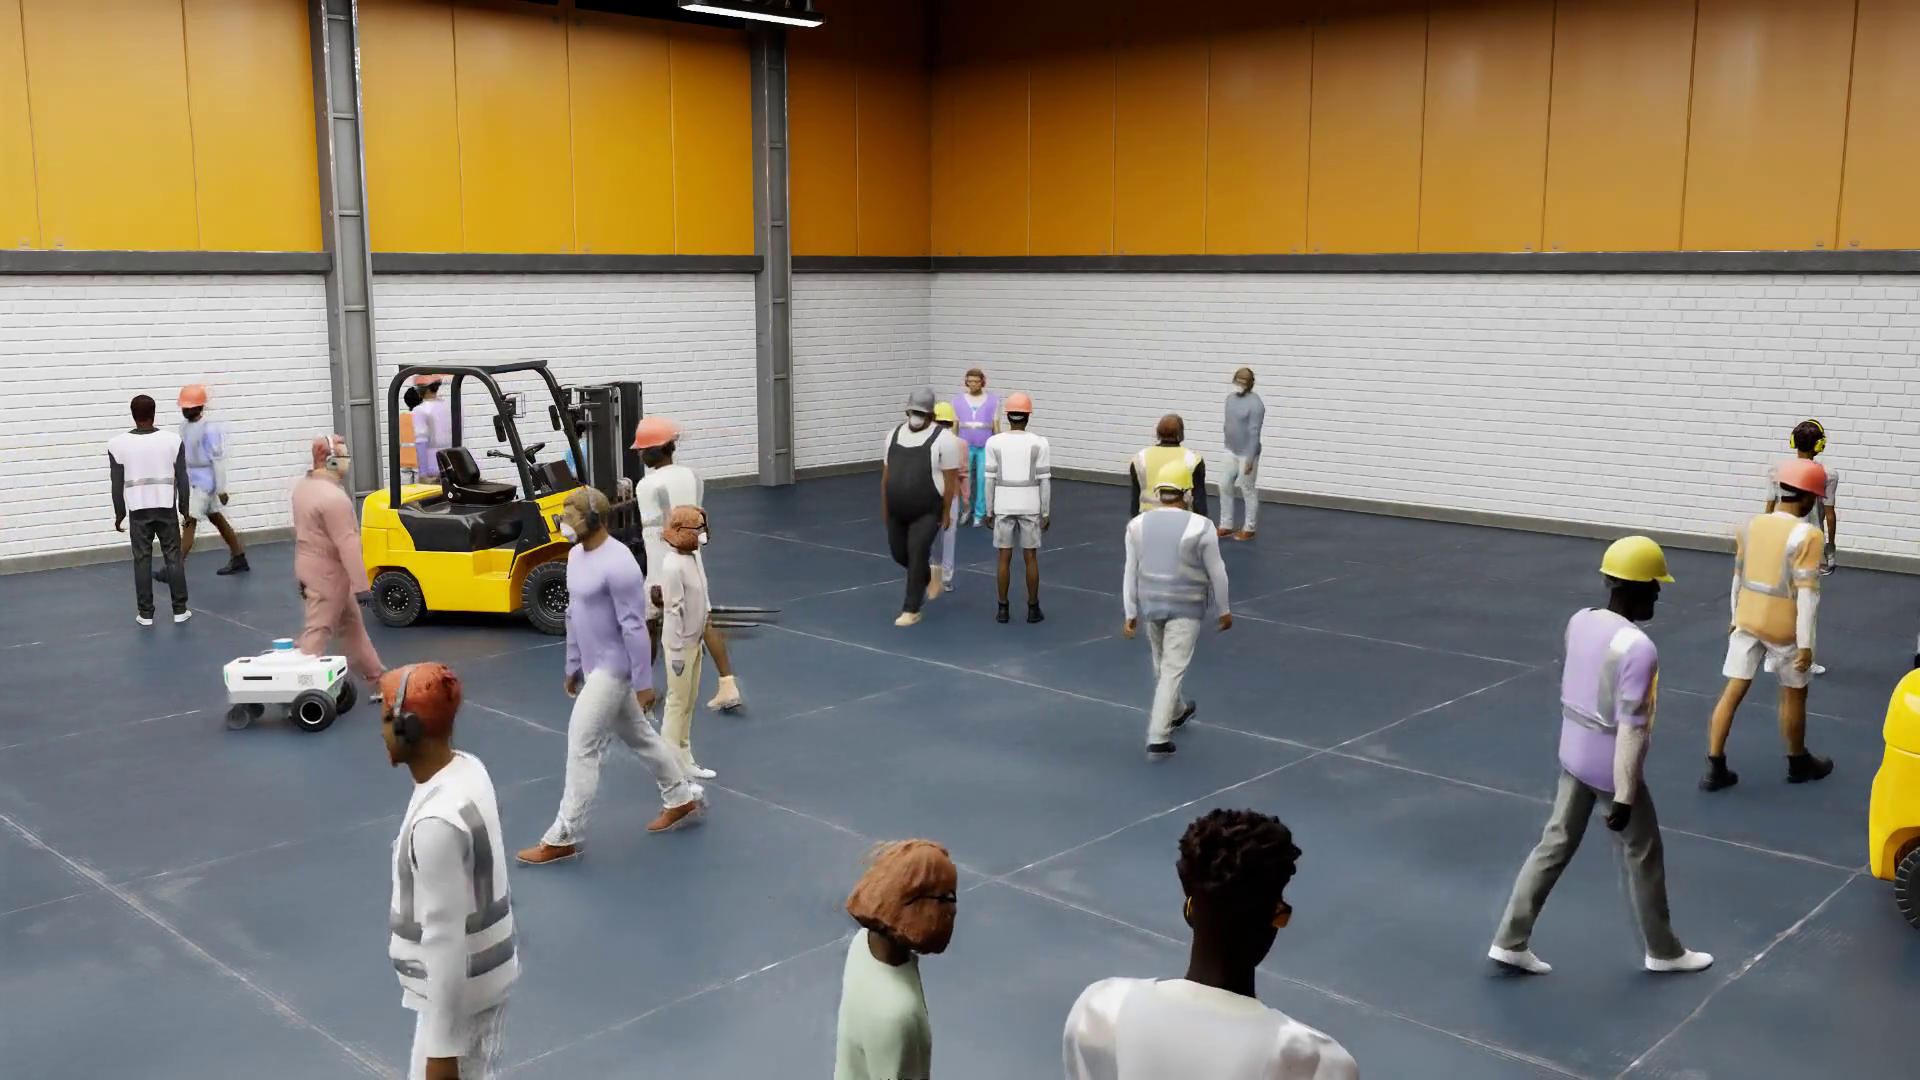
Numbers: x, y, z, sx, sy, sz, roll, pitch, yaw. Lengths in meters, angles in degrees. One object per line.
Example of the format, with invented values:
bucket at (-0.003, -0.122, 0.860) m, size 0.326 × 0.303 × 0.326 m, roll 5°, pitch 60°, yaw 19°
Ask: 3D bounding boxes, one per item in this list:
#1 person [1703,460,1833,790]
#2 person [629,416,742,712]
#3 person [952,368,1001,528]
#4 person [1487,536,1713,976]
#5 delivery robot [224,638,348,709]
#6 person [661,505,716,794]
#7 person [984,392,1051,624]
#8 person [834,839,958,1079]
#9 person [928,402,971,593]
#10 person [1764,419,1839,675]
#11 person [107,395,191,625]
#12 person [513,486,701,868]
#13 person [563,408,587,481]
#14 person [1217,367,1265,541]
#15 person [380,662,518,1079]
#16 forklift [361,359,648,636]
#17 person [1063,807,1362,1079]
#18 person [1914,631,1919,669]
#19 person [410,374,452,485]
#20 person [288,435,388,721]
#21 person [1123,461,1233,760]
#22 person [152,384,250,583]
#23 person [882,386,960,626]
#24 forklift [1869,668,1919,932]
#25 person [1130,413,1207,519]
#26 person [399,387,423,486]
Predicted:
person at (4.645, 0.484, 9.427) m, size 0.948 × 1.873 × 0.659 m, roll -4°, pitch 10°, yaw -24°
person at (-1.888, 0.164, 11.085) m, size 1.069 × 1.989 × 0.643 m, roll 6°, pitch 11°, yaw 35°
person at (0.184, -1.043, 18.965) m, size 0.562 × 1.830 × 0.450 m, roll 1°, pitch 9°, yaw 8°
person at (2.655, 0.907, 6.870) m, size 0.983 × 1.881 × 0.604 m, roll -2°, pitch 9°, yaw -12°
delivery robot at (-4.361, 0.882, 10.763) m, size 0.707 × 0.478 × 0.477 m, roll 0°, pitch 9°, yaw -3°
person at (-1.550, 0.606, 9.443) m, size 0.268 × 1.632 × 0.507 m, roll 1°, pitch 9°, yaw 6°
person at (0.483, -0.268, 13.880) m, size 0.551 × 1.932 × 0.378 m, roll 1°, pitch 9°, yaw 7°
person at (-0.117, 1.497, 4.011) m, size 0.596 × 1.609 × 0.535 m, roll -1°, pitch 9°, yaw -6°
person at (-0.169, -0.386, 15.145) m, size 0.547 × 1.751 × 0.365 m, roll -1°, pitch 9°, yaw -3°
person at (6.097, 0.058, 12.083) m, size 0.514 × 1.872 × 0.328 m, roll 9°, pitch 13°, yaw 43°
person at (-6.712, -0.247, 13.817) m, size 0.587 × 1.914 × 0.392 m, roll -4°, pitch 10°, yaw -26°
person at (-1.769, 0.651, 8.435) m, size 1.045 × 1.884 × 0.626 m, roll -6°, pitch 11°, yaw -32°
person at (-3.464, -0.368, 15.228) m, size 0.393 × 1.685 × 0.551 m, roll 0°, pitch 9°, yaw 1°
person at (3.025, -0.909, 17.908) m, size 0.625 × 1.900 × 0.665 m, roll -6°, pitch 11°, yaw -32°
person at (-1.385, 1.261, 4.688) m, size 0.445 × 1.879 × 0.676 m, roll -2°, pitch 9°, yaw -12°
forklift at (-3.850, -0.407, 13.936) m, size 2.313 × 2.155 × 1.214 m, roll 2°, pitch 9°, yaw 11°
person at (0.469, 1.468, 3.178) m, size 0.630 × 1.954 × 0.374 m, roll 6°, pitch 11°, yaw 31°
person at (5.396, 0.638, 8.698) m, size 0.661 × 1.816 × 0.692 m, roll -2°, pitch 9°, yaw -12°
person at (-5.308, -0.758, 16.734) m, size 1.037 × 1.987 × 0.629 m, roll 4°, pitch 10°, yaw 25°
person at (-4.042, 0.237, 10.998) m, size 0.963 × 1.857 × 0.665 m, roll -7°, pitch 11°, yaw -35°
person at (1.339, 0.407, 10.220) m, size 0.608 × 1.778 × 0.945 m, roll 6°, pitch 11°, yaw 35°
person at (-7.223, -0.540, 15.730) m, size 0.645 × 1.877 × 0.999 m, roll 9°, pitch 13°, yaw 44°
person at (-0.318, -0.334, 13.962) m, size 0.695 × 2.000 × 0.798 m, roll 5°, pitch 11°, yaw 30°
forklift at (5.205, 0.723, 7.013) m, size 2.313 × 2.155 × 1.214 m, roll 9°, pitch 13°, yaw 43°
person at (1.632, -0.093, 13.171) m, size 0.633 × 1.818 × 0.738 m, roll 5°, pitch 10°, yaw 26°
person at (-5.862, -0.806, 17.926) m, size 0.532 × 1.691 × 0.318 m, roll 3°, pitch 10°, yaw 15°
